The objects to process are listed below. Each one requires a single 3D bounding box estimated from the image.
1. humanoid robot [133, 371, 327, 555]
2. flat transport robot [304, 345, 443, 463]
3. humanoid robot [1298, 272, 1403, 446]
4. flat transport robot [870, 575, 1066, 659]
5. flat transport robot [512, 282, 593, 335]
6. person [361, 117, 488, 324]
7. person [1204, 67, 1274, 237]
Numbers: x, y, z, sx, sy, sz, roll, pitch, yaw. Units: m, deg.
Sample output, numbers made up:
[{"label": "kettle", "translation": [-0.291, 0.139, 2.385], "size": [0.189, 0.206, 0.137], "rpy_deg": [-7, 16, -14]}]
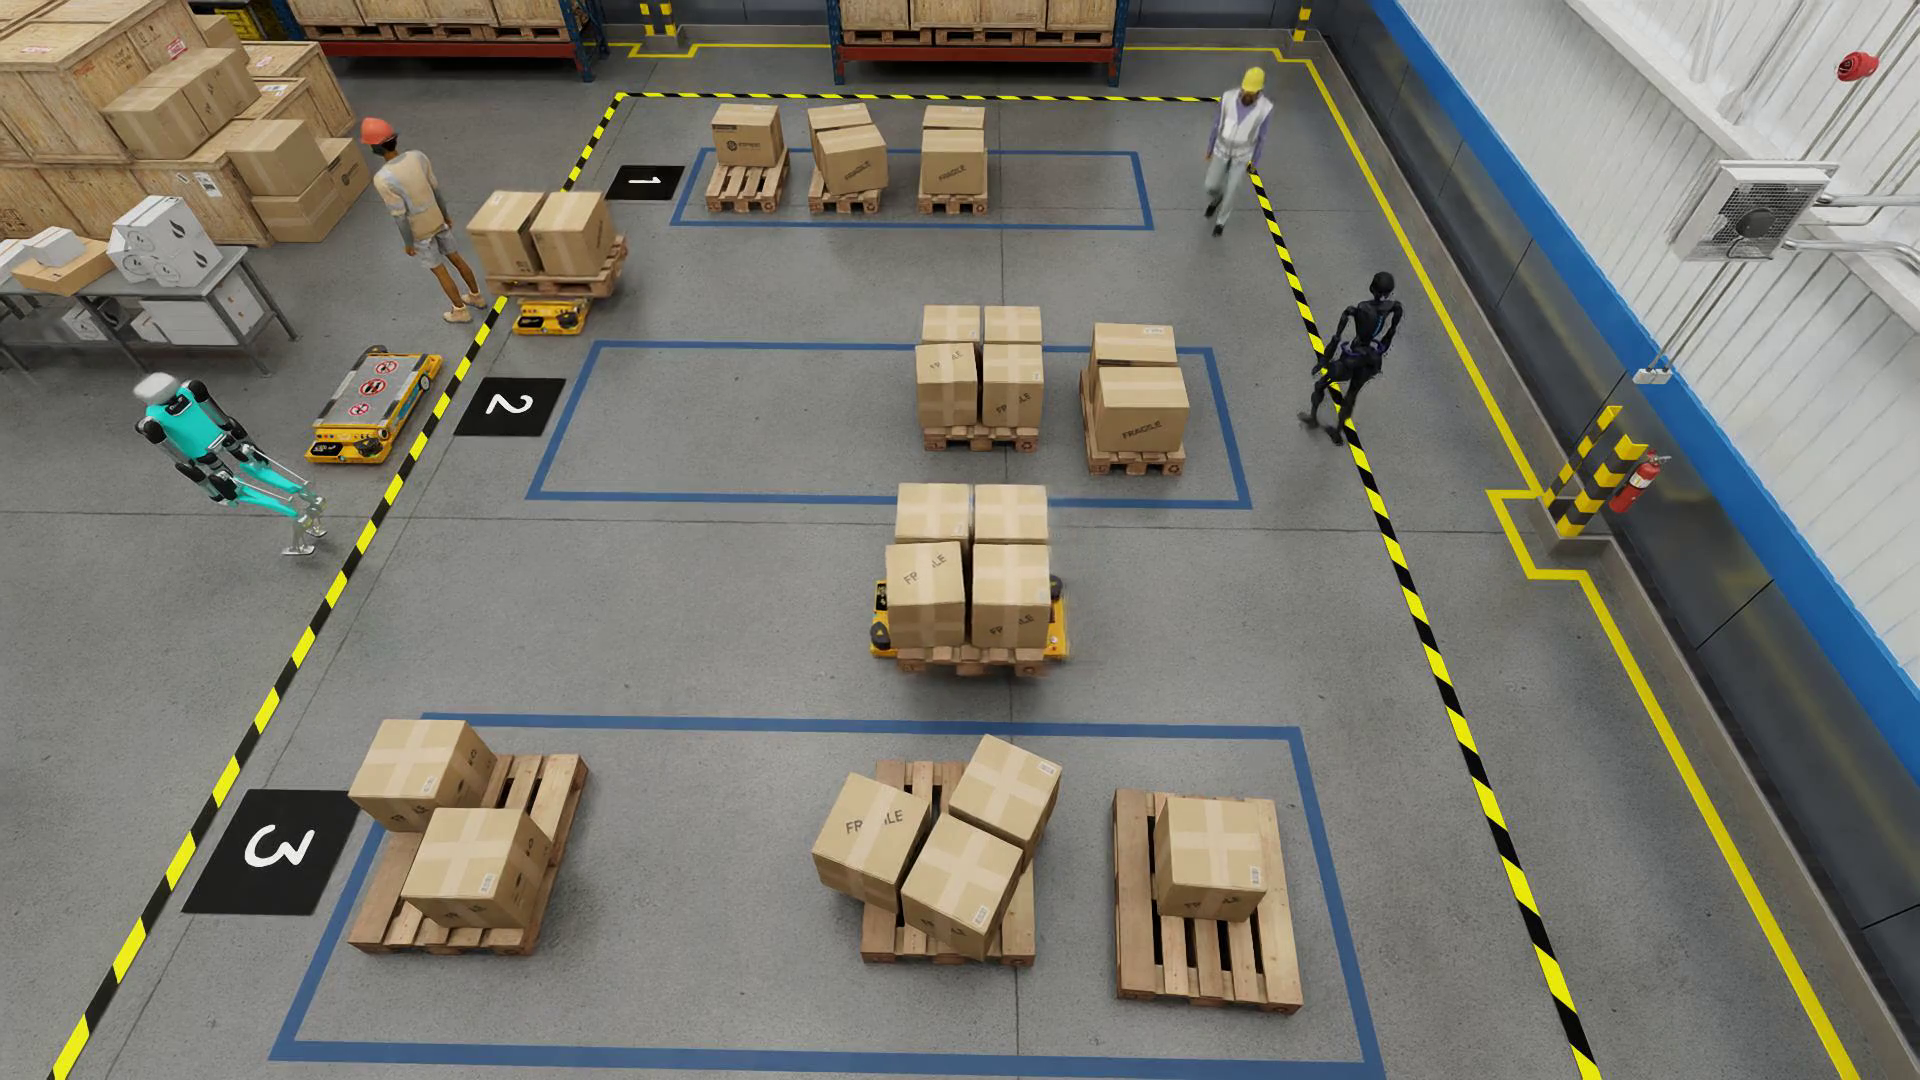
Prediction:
[{"label": "humanoid robot", "translation": [-5.190, -0.497, 6.738], "size": [0.735, 1.677, 0.533], "rpy_deg": [8, 50, 7]}, {"label": "flat transport robot", "translation": [-5.383, -1.269, 8.441], "size": [0.659, 0.231, 1.431], "rpy_deg": [1, 50, 1]}, {"label": "humanoid robot", "translation": [3.330, -1.540, 7.750], "size": [0.588, 1.642, 0.457], "rpy_deg": [-7, 50, -6]}, {"label": "flat transport robot", "translation": [0.063, 0.557, 6.877], "size": [1.431, 0.197, 0.652], "rpy_deg": [1, 50, 1]}, {"label": "flat transport robot", "translation": [-4.149, -2.668, 9.606], "size": [0.652, 0.197, 1.431], "rpy_deg": [1, 50, 1]}, {"label": "person", "translation": [-5.127, -3.007, 8.751], "size": [0.379, 2.040, 0.614], "rpy_deg": [14, 51, 12]}, {"label": "person", "translation": [2.955, -4.168, 9.875], "size": [0.601, 1.817, 0.438], "rpy_deg": [20, 53, 16]}]
